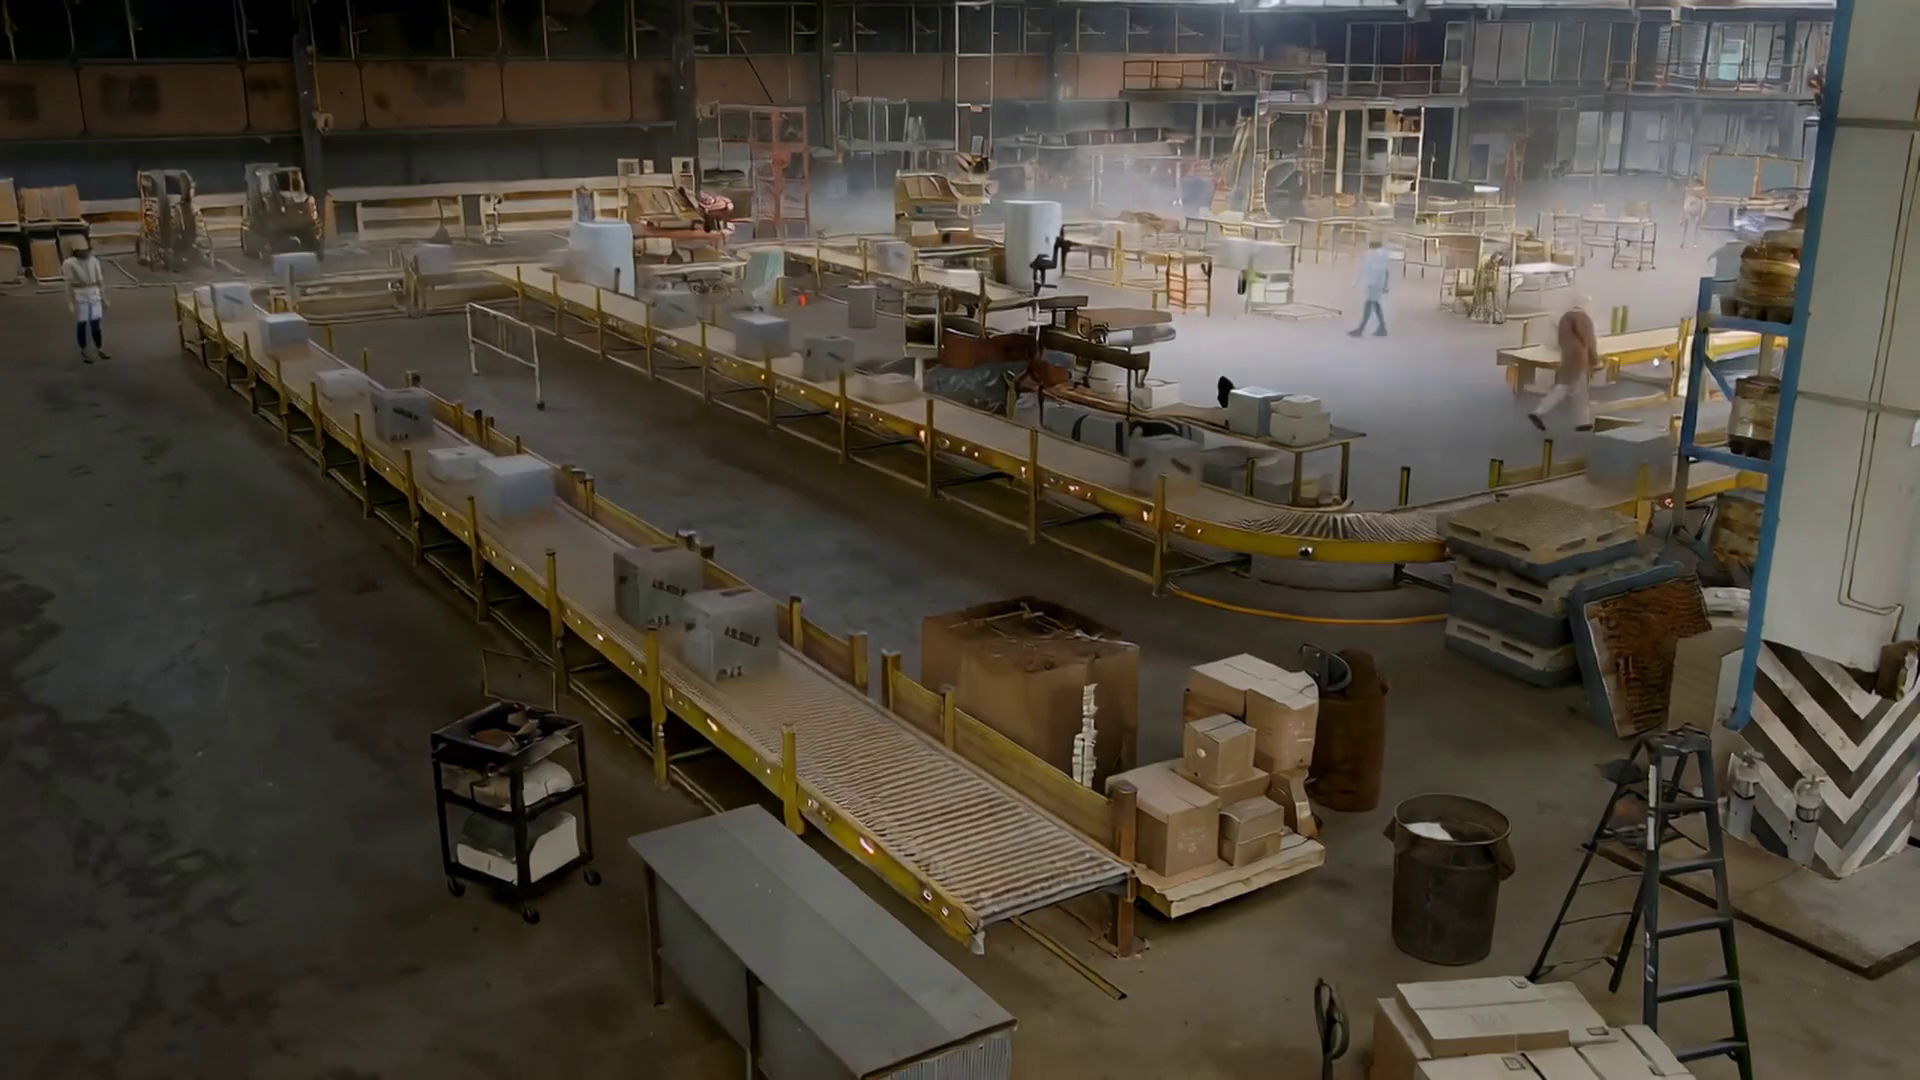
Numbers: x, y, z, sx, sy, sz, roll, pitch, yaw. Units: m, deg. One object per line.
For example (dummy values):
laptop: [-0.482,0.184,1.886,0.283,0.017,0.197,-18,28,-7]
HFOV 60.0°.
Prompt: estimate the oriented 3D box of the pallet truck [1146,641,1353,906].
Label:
pallet truck: [1.664,1.407,10.232,1.630,1.274,0.653,-10,20,-31]

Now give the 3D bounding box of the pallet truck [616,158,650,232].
pallet truck: [-8.918,-9.176,44.255,0.823,1.965,1.885,-9,19,-27]

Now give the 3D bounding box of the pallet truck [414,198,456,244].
pallet truck: [-13.250,-8.060,41.856,0.680,1.201,1.601,-10,20,-31]

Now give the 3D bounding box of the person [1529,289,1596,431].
person: [7.978,-2.344,21.761,0.928,1.857,0.649,1,17,3]

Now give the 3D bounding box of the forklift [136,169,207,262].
forklift: [-17.842,-7.318,37.559,1.157,1.987,2.680,-10,20,-31]

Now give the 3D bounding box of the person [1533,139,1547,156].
person: [24.243,-16.751,69.623,0.644,1.898,0.396,9,19,26]

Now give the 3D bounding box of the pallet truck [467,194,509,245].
pallet truck: [-11.983,-8.177,42.137,0.704,1.261,1.522,-11,20,-33]

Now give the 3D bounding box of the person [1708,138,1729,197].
person: [24.887,-12.119,54.219,0.790,1.888,0.614,3,17,9]

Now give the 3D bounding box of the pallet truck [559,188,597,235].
pallet truck: [-10.010,-8.652,43.699,0.653,1.274,1.630,-10,20,-31]

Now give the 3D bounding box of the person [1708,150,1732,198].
person: [22.357,-10.538,48.980,0.584,1.883,0.337,6,18,20]

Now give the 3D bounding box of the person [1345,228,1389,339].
person: [7.023,-4.402,28.551,0.957,1.892,0.570,-4,17,-14]

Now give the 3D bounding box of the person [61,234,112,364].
person: [-13.851,-3.833,26.397,0.375,2.044,0.605,12,20,34]

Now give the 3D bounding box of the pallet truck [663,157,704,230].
pallet truck: [-7.586,-9.308,44.692,0.823,1.965,1.885,-11,20,-33]

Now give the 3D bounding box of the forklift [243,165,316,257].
forklift: [-15.898,-7.669,38.708,1.157,1.987,2.680,-11,20,-33]

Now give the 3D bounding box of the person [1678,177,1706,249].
person: [18.028,-8.045,40.926,0.494,1.743,0.306,11,20,32]

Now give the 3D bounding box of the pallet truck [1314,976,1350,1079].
pallet truck: [2.299,2.390,7.086,1.601,1.201,0.680,-2,17,-7]

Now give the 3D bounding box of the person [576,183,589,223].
person: [-8.811,-7.475,38.995,0.329,1.765,0.526,-11,20,-32]
